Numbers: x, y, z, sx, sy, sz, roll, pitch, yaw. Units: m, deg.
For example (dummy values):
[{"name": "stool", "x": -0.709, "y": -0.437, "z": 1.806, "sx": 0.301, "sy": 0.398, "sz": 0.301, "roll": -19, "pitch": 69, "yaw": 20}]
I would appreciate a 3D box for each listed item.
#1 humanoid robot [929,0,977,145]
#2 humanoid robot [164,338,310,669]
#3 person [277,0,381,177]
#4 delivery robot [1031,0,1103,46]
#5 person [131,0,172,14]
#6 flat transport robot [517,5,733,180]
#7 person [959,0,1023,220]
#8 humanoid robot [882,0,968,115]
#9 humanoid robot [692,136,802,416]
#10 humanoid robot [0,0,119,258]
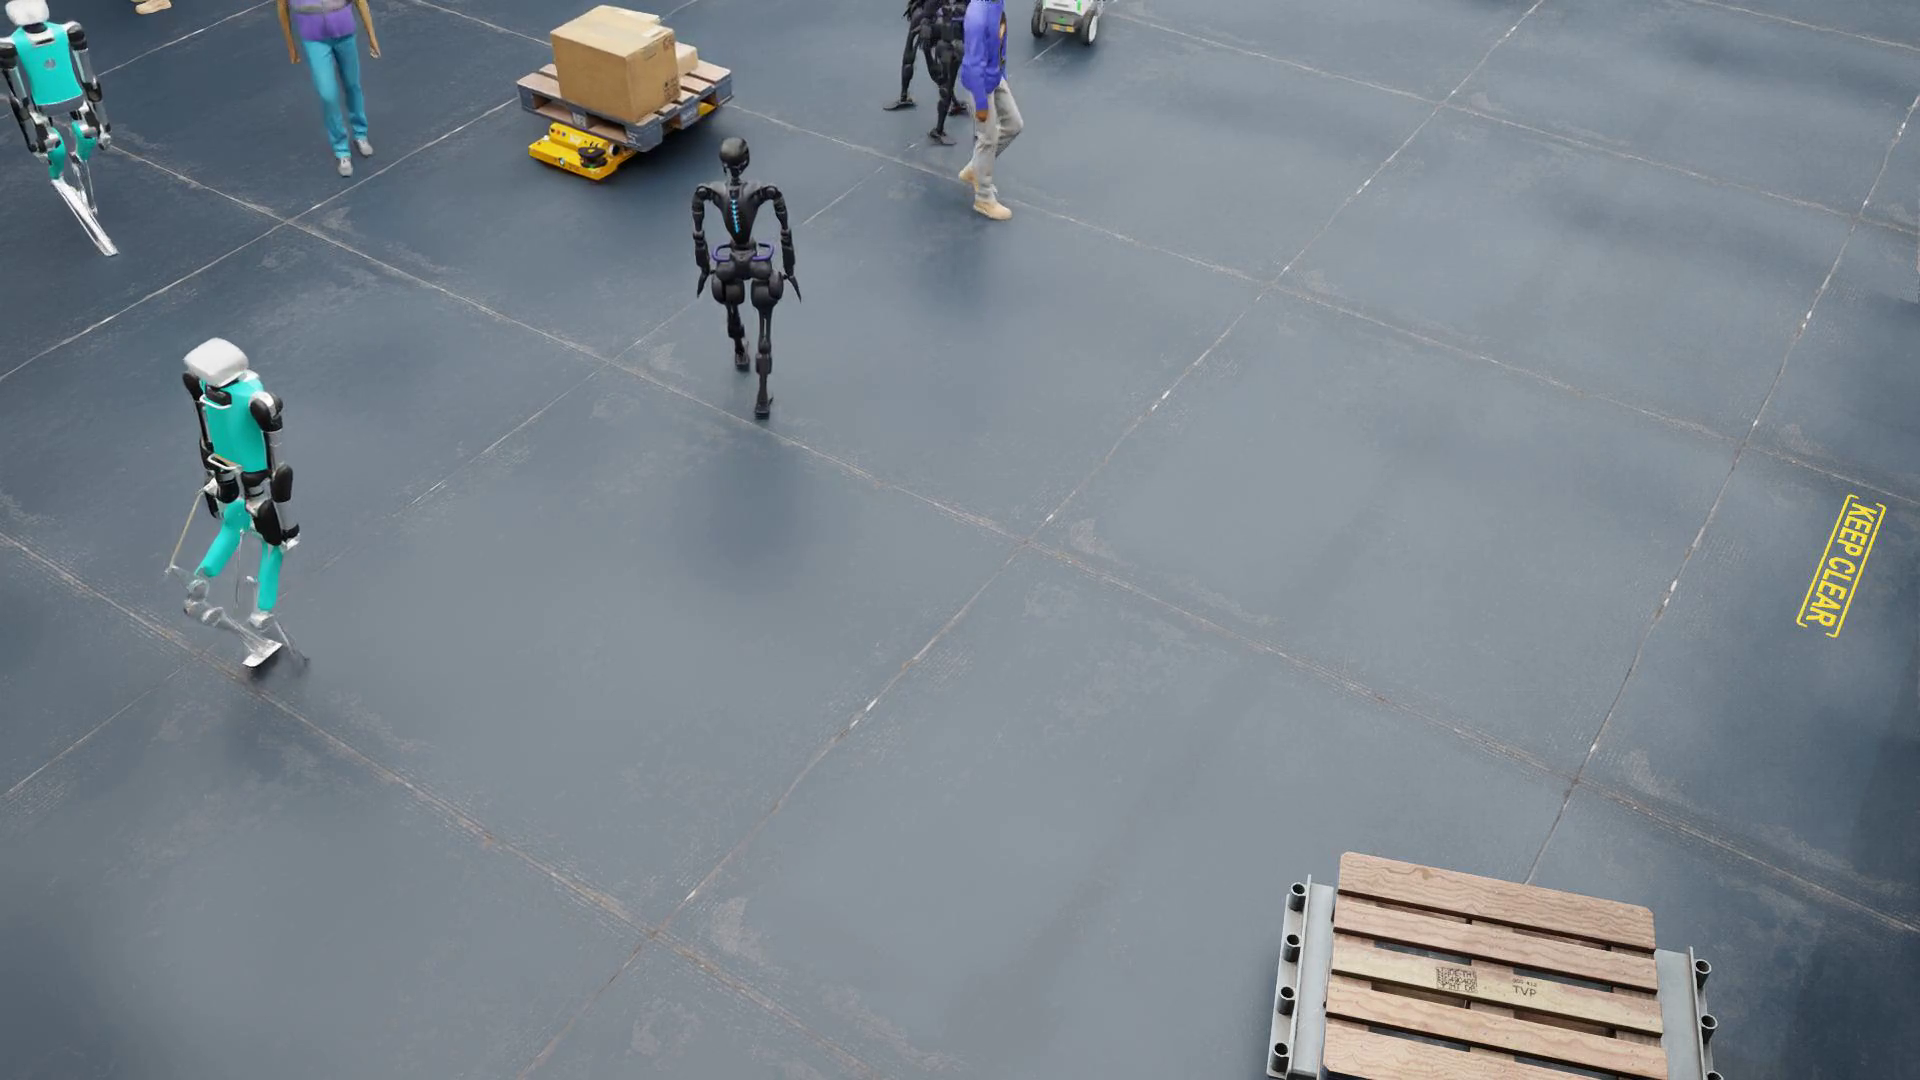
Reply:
[{"name": "humanoid robot", "x": 0.061, "y": -3.556, "z": 11.706, "sx": 0.586, "sy": 1.637, "sz": 0.589, "roll": 23, "pitch": 47, "yaw": 24}, {"name": "humanoid robot", "x": -3.398, "y": 0.000, "z": 7.733, "sx": 0.538, "sy": 1.851, "sz": 0.782, "roll": 21, "pitch": 46, "yaw": 22}, {"name": "person", "x": -4.308, "y": -3.416, "z": 11.435, "sx": 0.575, "sy": 1.816, "sz": 0.704, "roll": -22, "pitch": 46, "yaw": -23}, {"name": "delivery robot", "x": 0.914, "y": -4.370, "z": 13.469, "sx": 0.499, "sy": 0.614, "sz": 0.812, "roll": 14, "pitch": 44, "yaw": 15}, {"name": "person", "x": -6.800, "y": -5.145, "z": 13.427, "sx": 0.316, "sy": 1.746, "sz": 0.478, "roll": -19, "pitch": 45, "yaw": -20}, {"name": "flat transport robot", "x": -2.445, "y": -3.107, "z": 12.256, "sx": 0.659, "sy": 0.231, "sz": 1.431, "roll": 24, "pitch": 47, "yaw": 24}, {"name": "person", "x": 0.203, "y": -3.001, "z": 10.943, "sx": 0.392, "sy": 1.858, "sz": 0.514, "roll": 12, "pitch": 43, "yaw": 13}, {"name": "humanoid robot", "x": -0.249, "y": -3.844, "z": 12.055, "sx": 0.630, "sy": 1.647, "sz": 0.592, "roll": -10, "pitch": 43, "yaw": -11}, {"name": "humanoid robot", "x": -1.216, "y": -1.553, "z": 9.484, "sx": 0.609, "sy": 1.627, "sz": 0.746, "roll": 0, "pitch": 42, "yaw": 0}, {"name": "humanoid robot", "x": -5.847, "y": -2.716, "z": 10.752, "sx": 0.556, "sy": 1.804, "sz": 0.917, "roll": -31, "pitch": 50, "yaw": -30}]
